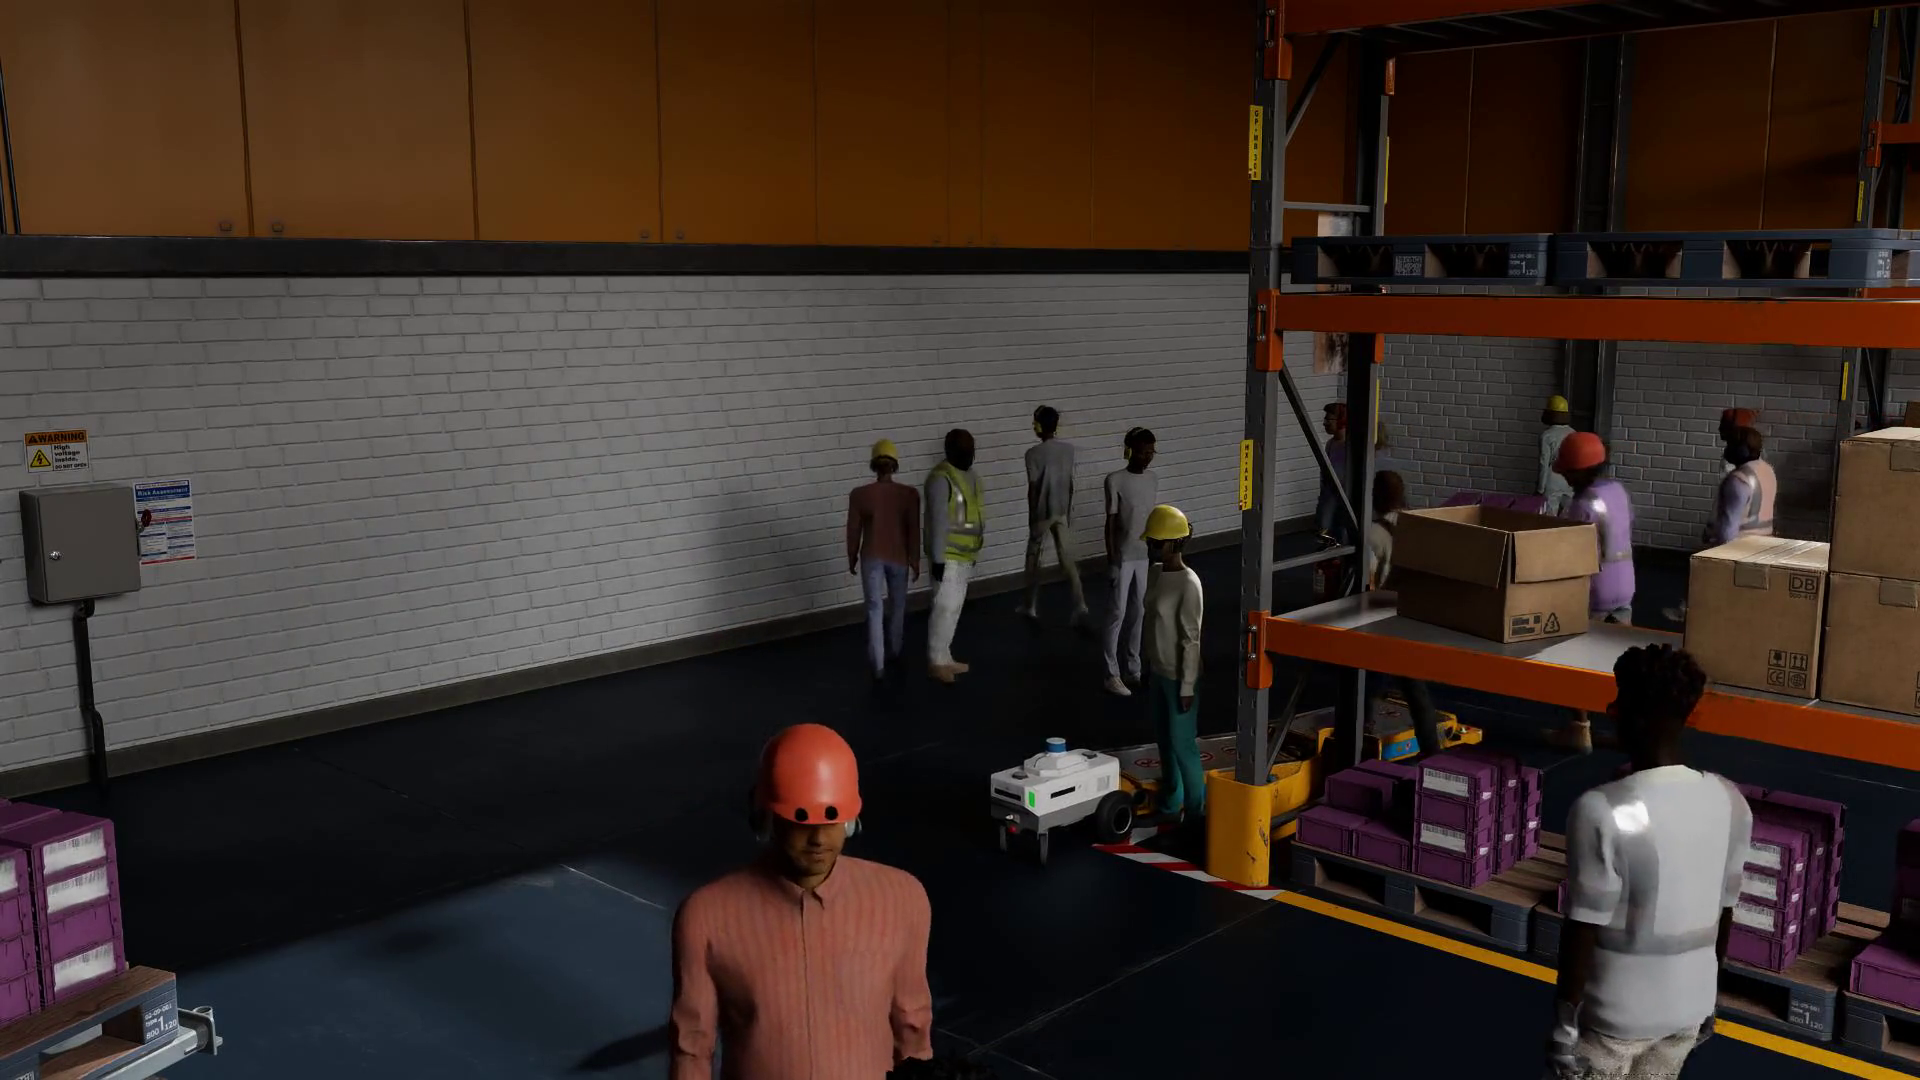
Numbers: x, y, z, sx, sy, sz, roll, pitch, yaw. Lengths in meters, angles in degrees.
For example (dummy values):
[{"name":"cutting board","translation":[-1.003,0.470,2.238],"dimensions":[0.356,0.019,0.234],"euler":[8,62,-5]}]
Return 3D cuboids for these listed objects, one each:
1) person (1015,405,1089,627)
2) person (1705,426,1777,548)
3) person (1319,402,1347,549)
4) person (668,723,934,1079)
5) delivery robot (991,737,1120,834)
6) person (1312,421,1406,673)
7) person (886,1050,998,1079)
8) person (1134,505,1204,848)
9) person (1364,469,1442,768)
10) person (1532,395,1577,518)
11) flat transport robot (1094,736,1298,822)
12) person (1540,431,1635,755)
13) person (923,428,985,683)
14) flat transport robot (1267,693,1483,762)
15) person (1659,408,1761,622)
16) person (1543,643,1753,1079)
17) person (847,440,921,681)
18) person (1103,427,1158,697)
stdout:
[{"name":"person","translation":[0.783,-0.206,13.819],"dimensions":[0.520,1.832,0.933],"euler":[-4,10,-26]},{"name":"person","translation":[5.631,0.085,12.038],"dimensions":[0.648,1.829,0.645],"euler":[-9,13,-43]},{"name":"person","translation":[3.195,-0.230,13.918],"dimensions":[0.381,1.844,0.566],"euler":[-1,9,-8]},{"name":"person","translation":[-0.373,1.354,3.860],"dimensions":[0.621,1.968,0.890],"euler":[-2,10,-13]},{"name":"delivery robot","translation":[0.486,1.253,8.487],"dimensions":[0.707,0.478,0.477],"euler":[-9,13,-43]},{"name":"person","translation":[2.876,0.085,11.829],"dimensions":[0.641,1.904,0.817],"euler":[-2,9,-12]},{"name":"person","translation":[-0.017,1.664,2.764],"dimensions":[0.315,1.696,0.540],"euler":[2,9,11]},{"name":"person","translation":[1.066,0.693,8.547],"dimensions":[0.348,1.761,0.531],"euler":[-3,10,-17]},{"name":"person","translation":[2.561,0.490,9.746],"dimensions":[0.536,1.795,0.951],"euler":[-2,10,-14]},{"name":"person","translation":[5.711,-0.520,16.008],"dimensions":[0.485,1.744,0.307],"euler":[-5,10,-27]},{"name":"flat transport robot","translation":[1.239,1.311,9.287],"dimensions":[1.431,0.197,0.652],"euler":[-4,10,-24]},{"name":"person","translation":[3.834,0.333,10.012],"dimensions":[0.651,1.988,0.607],"euler":[-9,13,-43]},{"name":"person","translation":[-0.037,0.106,11.933],"dimensions":[0.434,1.825,0.693],"euler":[5,10,28]},{"name":"flat transport robot","translation":[2.460,1.179,10.094],"dimensions":[1.431,0.197,0.652],"euler":[-7,11,-36]},{"name":"person","translation":[6.326,-0.164,13.577],"dimensions":[1.017,1.829,0.585],"euler":[7,12,38]},{"name":"person","translation":[1.889,1.249,4.534],"dimensions":[0.624,1.944,0.609],"euler":[-4,10,-25]},{"name":"person","translation":[-0.551,0.133,12.099],"dimensions":[0.526,1.713,0.918],"euler":[-1,9,-5]},{"name":"person","translation":[1.208,0.144,11.576],"dimensions":[0.518,1.865,0.330],"euler":[-8,12,-39]}]
